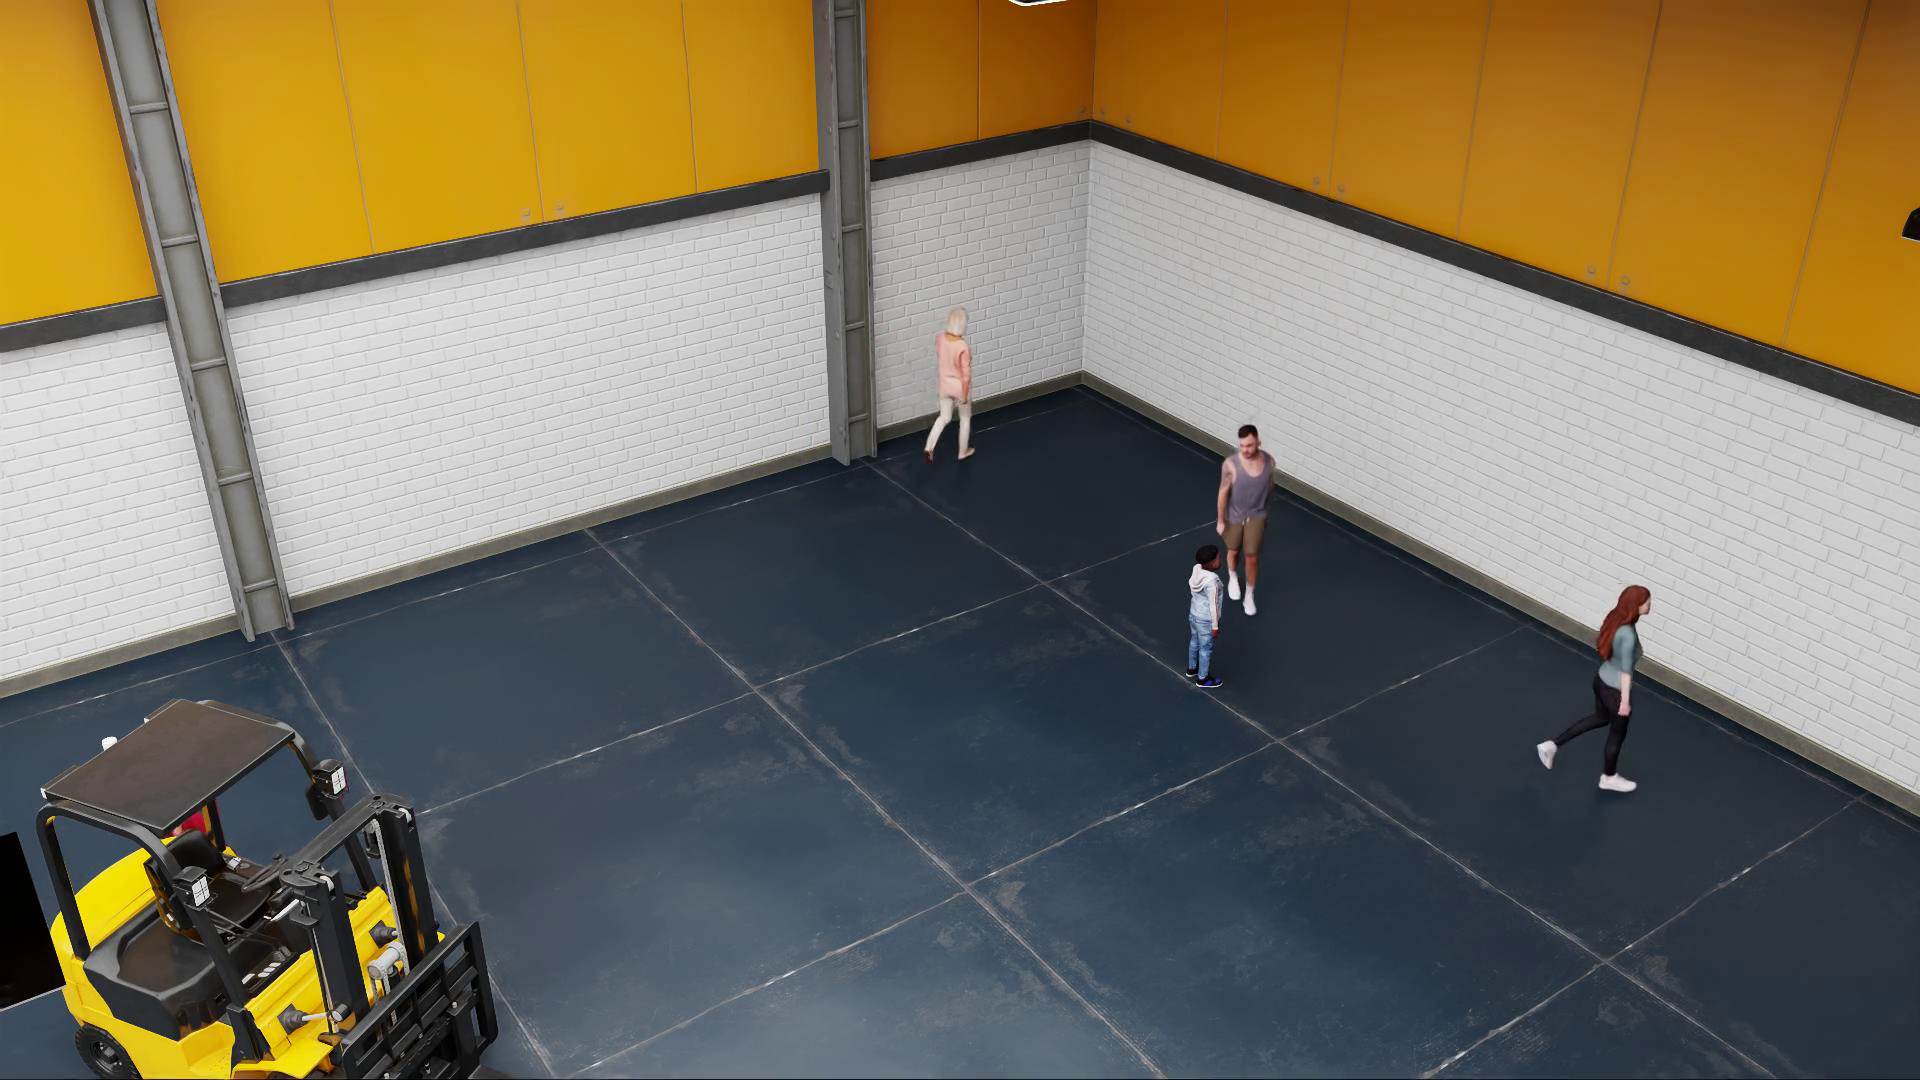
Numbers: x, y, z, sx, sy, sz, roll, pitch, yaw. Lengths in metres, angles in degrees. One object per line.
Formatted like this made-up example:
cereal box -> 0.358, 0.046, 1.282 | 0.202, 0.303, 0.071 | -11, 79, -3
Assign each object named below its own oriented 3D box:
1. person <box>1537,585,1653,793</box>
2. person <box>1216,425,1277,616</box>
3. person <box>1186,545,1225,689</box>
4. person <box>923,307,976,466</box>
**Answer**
person -> 4.673, 1.086, 12.069 | 1.054, 1.728, 0.972 | 4, 29, 6
person -> 2.489, -0.246, 14.489 | 0.918, 1.799, 0.964 | -3, 29, -5
person -> 1.978, 0.596, 13.454 | 0.556, 1.261, 0.532 | -10, 30, -17
person -> -0.115, -1.524, 16.882 | 0.792, 1.701, 1.048 | 20, 35, 33
